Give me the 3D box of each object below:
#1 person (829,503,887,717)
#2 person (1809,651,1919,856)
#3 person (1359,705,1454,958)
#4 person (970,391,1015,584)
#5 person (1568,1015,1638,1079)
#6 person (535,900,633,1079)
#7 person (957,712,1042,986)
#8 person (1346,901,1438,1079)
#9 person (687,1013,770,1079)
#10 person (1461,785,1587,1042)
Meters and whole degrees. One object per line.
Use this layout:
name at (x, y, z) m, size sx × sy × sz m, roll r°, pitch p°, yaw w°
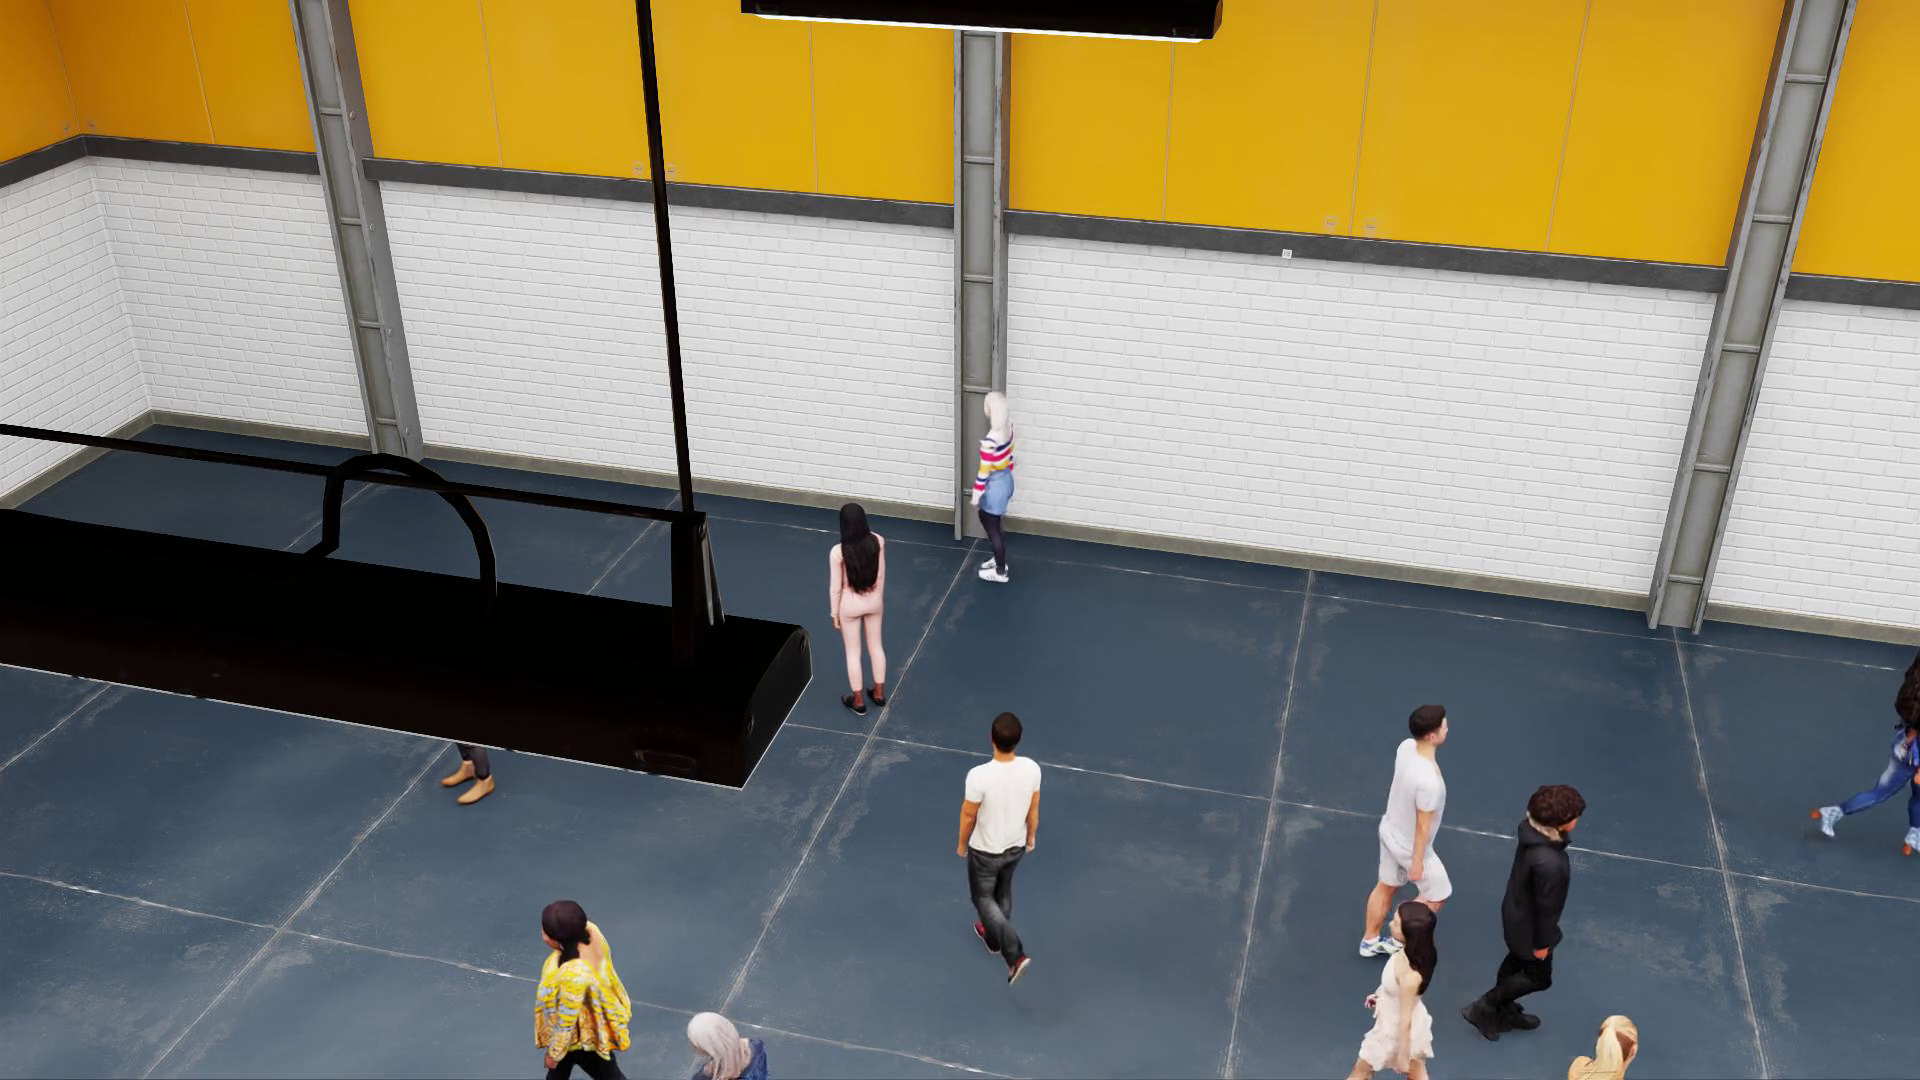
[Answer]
person at (-0.745, 0.513, 12.478) m, size 0.690 × 1.715 × 0.747 m, roll -16°, pitch 32°, yaw -26°
person at (6.174, 1.413, 10.960) m, size 1.079 × 1.588 × 0.731 m, roll 12°, pitch 31°, yaw 22°
person at (2.608, 1.800, 9.988) m, size 0.818 × 1.839 × 0.808 m, roll -3°, pitch 29°, yaw -5°
person at (0.377, -0.427, 14.111) m, size 0.634 × 1.800 × 0.706 m, roll 13°, pitch 31°, yaw 22°
person at (2.857, 2.990, 7.826) m, size 0.958 × 1.820 × 0.788 m, roll -1°, pitch 29°, yaw -2°
person at (-1.900, 2.583, 8.786) m, size 1.145 × 1.616 × 0.976 m, roll -6°, pitch 29°, yaw -11°
person at (0.265, 1.868, 9.934) m, size 1.011 × 1.782 × 1.057 m, roll -14°, pitch 32°, yaw -24°
person at (2.389, 2.608, 8.665) m, size 1.122 × 1.689 × 0.743 m, roll 14°, pitch 32°, yaw 24°
person at (-1.097, 2.947, 8.063) m, size 0.775 × 1.680 × 0.822 m, roll -16°, pitch 32°, yaw -26°
person at (3.159, 2.146, 9.431) m, size 0.795 × 1.765 × 0.708 m, roll 2°, pitch 29°, yaw 4°
